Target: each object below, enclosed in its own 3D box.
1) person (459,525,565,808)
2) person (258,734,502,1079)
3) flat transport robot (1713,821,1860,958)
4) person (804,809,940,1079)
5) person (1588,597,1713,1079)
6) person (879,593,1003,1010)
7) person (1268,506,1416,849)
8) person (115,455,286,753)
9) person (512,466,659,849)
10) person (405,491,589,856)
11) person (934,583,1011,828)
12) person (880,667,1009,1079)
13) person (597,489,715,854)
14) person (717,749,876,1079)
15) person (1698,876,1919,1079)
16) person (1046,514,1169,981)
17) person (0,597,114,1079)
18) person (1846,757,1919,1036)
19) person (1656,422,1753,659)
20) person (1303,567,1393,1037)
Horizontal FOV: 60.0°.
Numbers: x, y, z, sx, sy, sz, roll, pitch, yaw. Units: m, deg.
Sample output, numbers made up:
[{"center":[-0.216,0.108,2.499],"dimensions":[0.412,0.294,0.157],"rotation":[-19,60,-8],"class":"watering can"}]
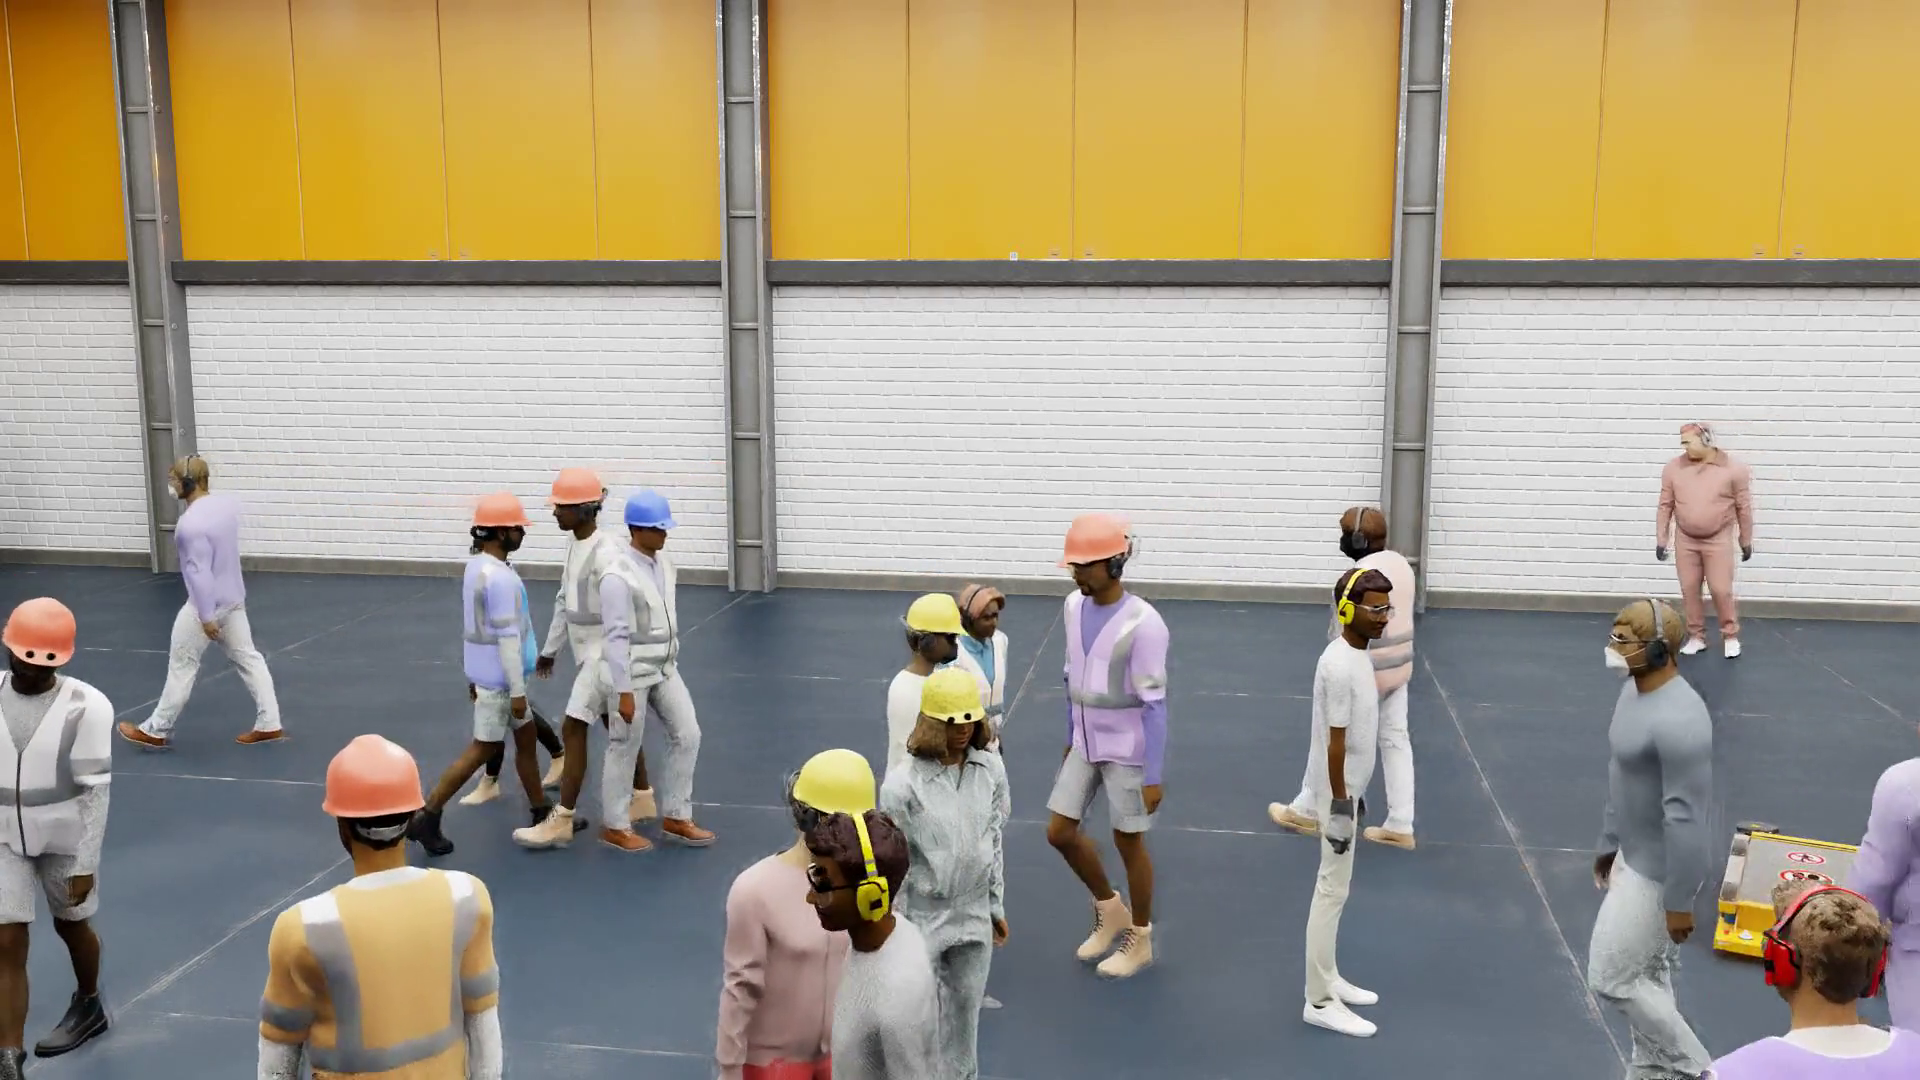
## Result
[{"center":[-2.507,0.679,9.483],"dimensions":[0.696,1.661,0.622],"rotation":[-7,11,-35],"class":"person"},{"center":[-1.483,1.418,4.223],"dimensions":[0.548,1.883,0.985],"rotation":[-9,13,-43],"class":"person"},{"center":[3.944,1.646,7.784],"dimensions":[0.652,0.197,1.431],"rotation":[5,10,28],"class":"flat transport robot"},{"center":[-0.141,1.496,3.910],"dimensions":[0.892,1.831,0.510],"rotation":[-1,9,-4],"class":"person"},{"center":[2.398,1.147,5.793],"dimensions":[0.443,1.924,0.637],"rotation":[2,10,14],"class":"person"},{"center":[-0.242,1.068,6.857],"dimensions":[0.813,1.734,0.535],"rotation":[4,10,21],"class":"person"},{"center":[2.069,0.713,8.847],"dimensions":[0.886,1.803,0.628],"rotation":[9,13,44],"class":"person"},{"center":[-4.805,0.404,10.483],"dimensions":[1.020,1.884,0.655],"rotation":[0,9,0],"class":"person"},{"center":[-2.031,0.615,8.812],"dimensions":[0.938,2.006,0.625],"rotation":[-4,10,-24],"class":"person"},{"center":[-2.485,0.692,8.681],"dimensions":[0.947,1.908,0.559],"rotation":[-4,10,-26],"class":"person"},{"center":[0.019,0.977,7.755],"dimensions":[0.464,1.613,0.534],"rotation":[7,12,38],"class":"person"},{"center":[-0.036,1.272,5.562],"dimensions":[0.489,1.743,0.322],"rotation":[-6,11,-34],"class":"person"},{"center":[-1.573,0.694,8.569],"dimensions":[0.720,1.918,0.648],"rotation":[4,10,22],"class":"person"},{"center":[-0.419,1.423,4.612],"dimensions":[0.550,1.738,0.396],"rotation":[-8,12,-40],"class":"person"},{"center":[1.713,1.601,3.283],"dimensions":[0.586,1.826,0.507],"rotation":[-2,9,-13],"class":"person"},{"center":[0.642,0.888,7.080],"dimensions":[0.497,2.019,0.684],"rotation":[-7,11,-36],"class":"person"},{"center":[-3.416,1.122,6.110],"dimensions":[0.622,1.864,0.952],"rotation":[-1,9,-7],"class":"person"},{"center":[3.091,1.309,5.036],"dimensions":[0.653,1.864,0.940],"rotation":[-2,9,-9],"class":"person"},{"center":[5.819,-0.002,13.052],"dimensions":[0.670,1.867,0.483],"rotation":[8,12,40],"class":"person"},{"center":[1.563,1.028,6.698],"dimensions":[0.331,1.866,0.513],"rotation":[3,10,18],"class":"person"}]
